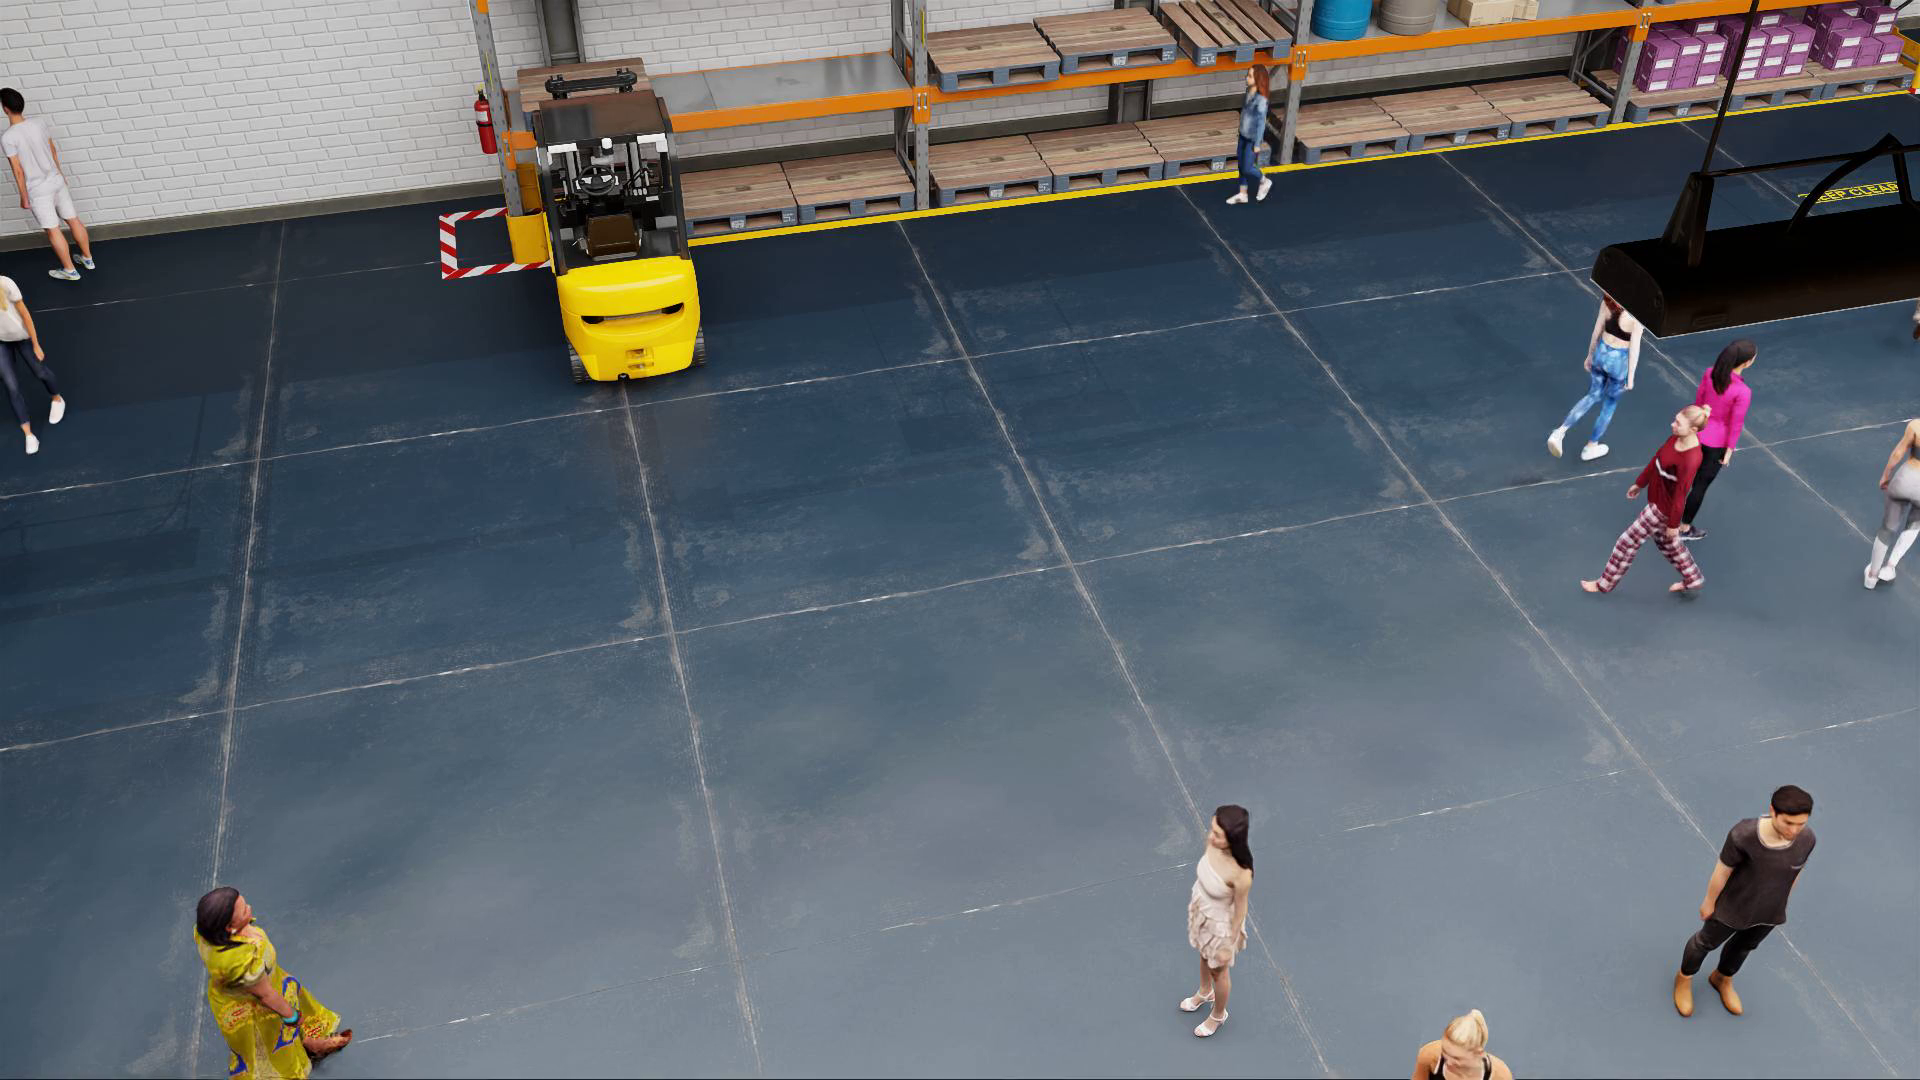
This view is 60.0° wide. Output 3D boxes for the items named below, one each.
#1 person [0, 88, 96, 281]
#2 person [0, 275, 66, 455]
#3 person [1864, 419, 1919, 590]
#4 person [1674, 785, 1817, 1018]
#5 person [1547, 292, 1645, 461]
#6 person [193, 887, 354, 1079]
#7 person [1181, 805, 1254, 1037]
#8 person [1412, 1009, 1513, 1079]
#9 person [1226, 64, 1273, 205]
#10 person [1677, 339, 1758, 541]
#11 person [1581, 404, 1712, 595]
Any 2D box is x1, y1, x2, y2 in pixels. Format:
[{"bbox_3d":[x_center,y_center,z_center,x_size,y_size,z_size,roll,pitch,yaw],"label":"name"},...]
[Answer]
[{"bbox_3d":[-8.481,-3.291,15.394,0.791,1.855,0.766,14,41,16],"label":"person"},{"bbox_3d":[-7.607,-1.637,13.392,0.989,1.768,0.702,-4,39,-5],"label":"person"},{"bbox_3d":[6.757,-0.315,11.797,0.693,1.693,0.749,22,43,25],"label":"person"},{"bbox_3d":[4.258,1.924,8.977,0.564,1.714,0.737,0,39,0],"label":"person"},{"bbox_3d":[5.005,-1.309,12.990,0.964,1.769,0.716,-20,43,-23],"label":"person"},{"bbox_3d":[-3.670,2.407,8.445,1.129,1.633,1.017,-28,47,-31],"label":"person"},{"bbox_3d":[1.372,2.027,8.830,0.530,1.736,0.589,-12,40,-15],"label":"person"},{"bbox_3d":[2.329,2.741,7.864,0.802,1.825,0.866,13,41,16],"label":"person"},{"bbox_3d":[2.976,-4.048,16.650,0.685,1.470,0.592,-12,40,-14],"label":"person"},{"bbox_3d":[5.546,-0.749,12.345,0.635,1.698,0.640,-16,41,-19],"label":"person"},{"bbox_3d":[5.050,-0.246,11.737,1.168,1.661,0.953,8,39,10],"label":"person"}]
